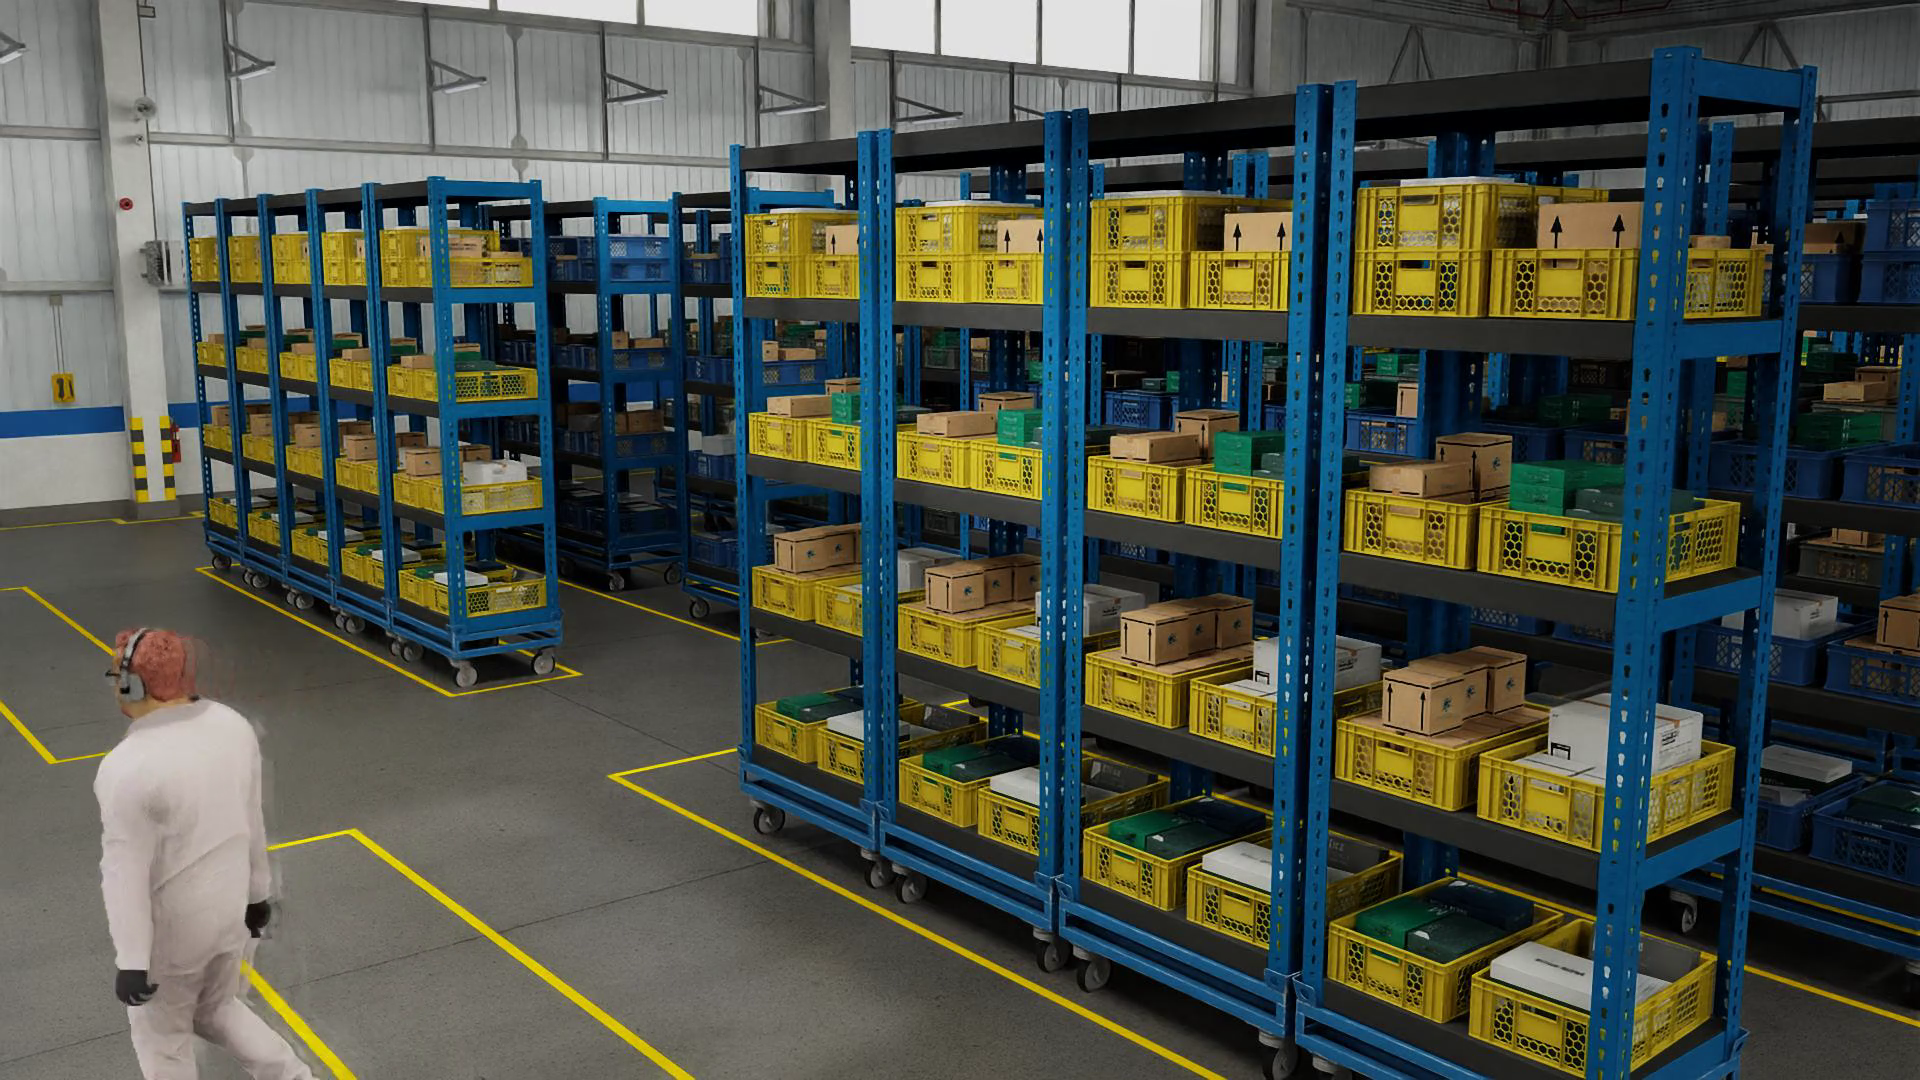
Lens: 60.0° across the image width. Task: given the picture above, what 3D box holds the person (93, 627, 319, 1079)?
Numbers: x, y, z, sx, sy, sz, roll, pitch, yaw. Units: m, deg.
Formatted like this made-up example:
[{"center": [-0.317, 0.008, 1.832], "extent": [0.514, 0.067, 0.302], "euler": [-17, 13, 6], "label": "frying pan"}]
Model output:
[{"center": [-2.424, 1.204, 5.327], "extent": [0.610, 1.887, 0.659], "euler": [2, 10, 13], "label": "person"}]

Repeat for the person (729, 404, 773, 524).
[{"center": [-2.047, -0.593, 16.312], "extent": [0.600, 1.827, 0.404], "euler": [5, 11, 29], "label": "person"}]
